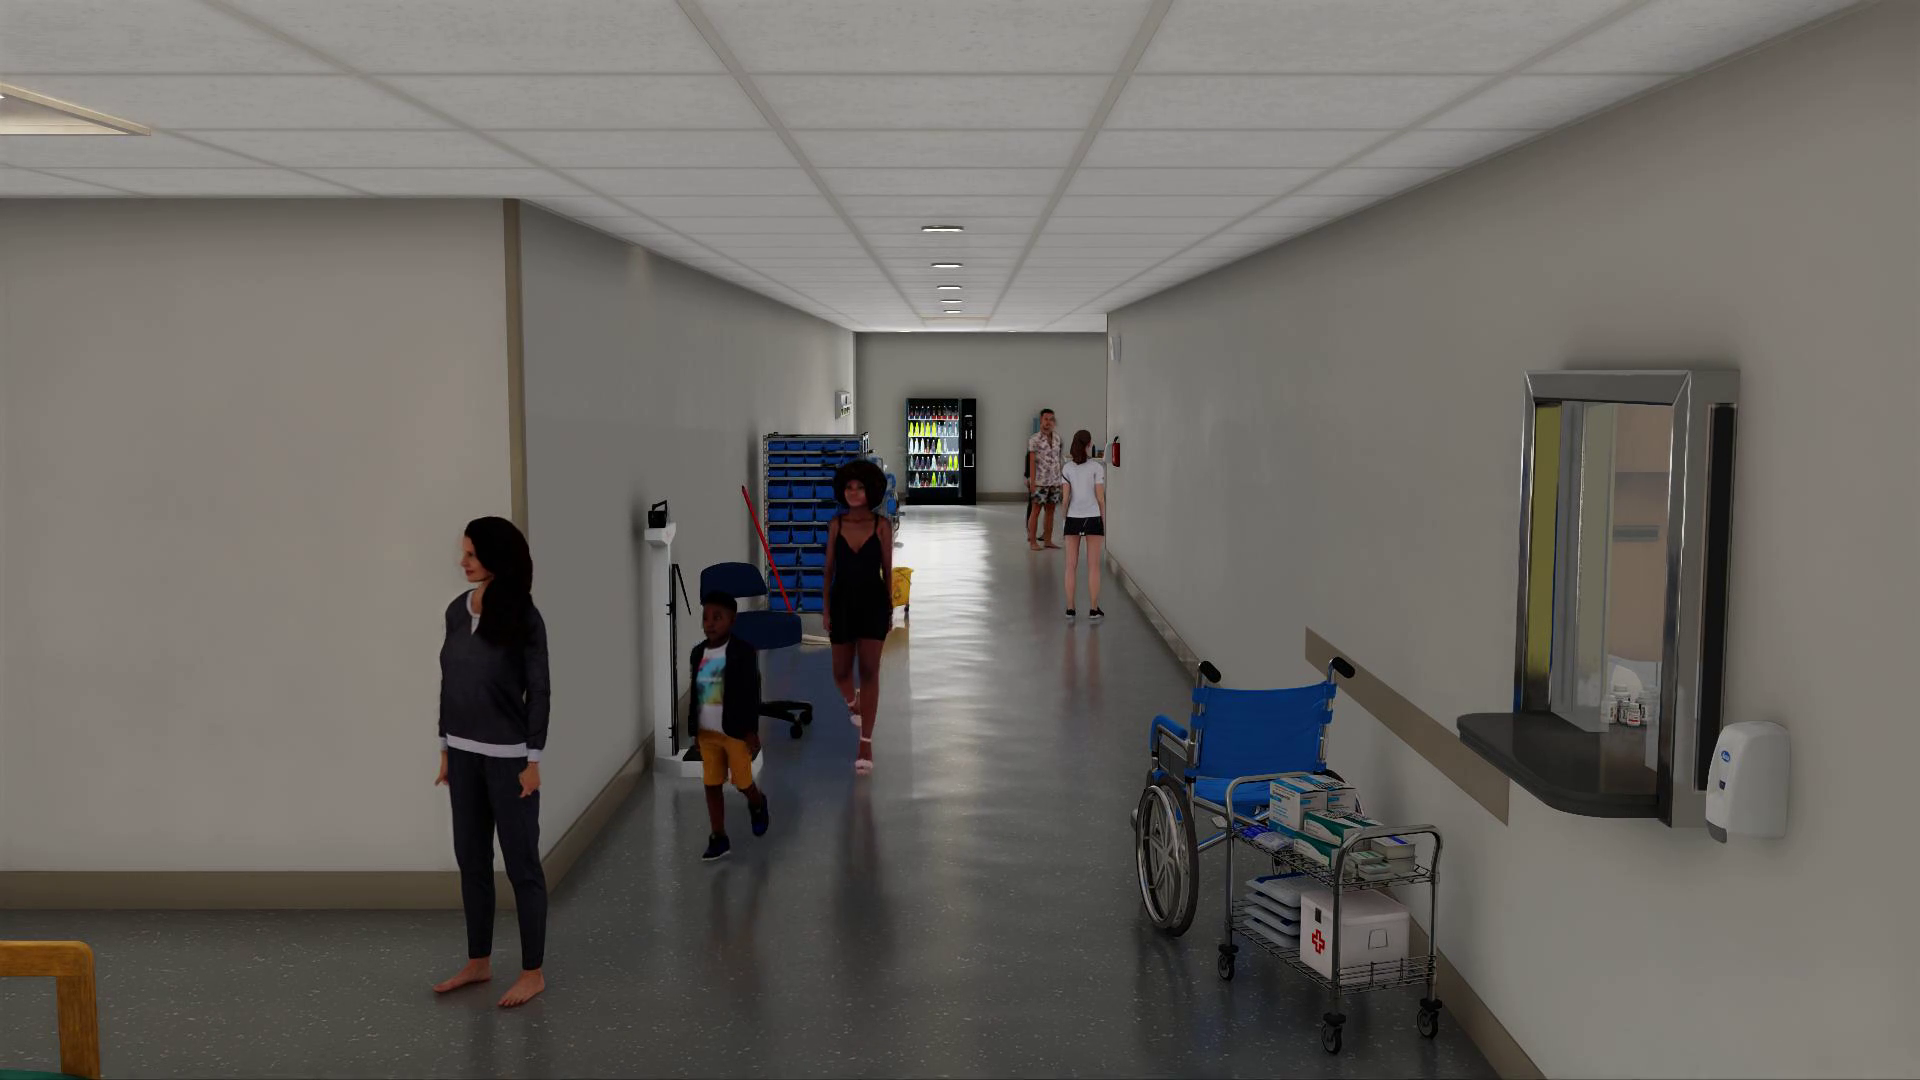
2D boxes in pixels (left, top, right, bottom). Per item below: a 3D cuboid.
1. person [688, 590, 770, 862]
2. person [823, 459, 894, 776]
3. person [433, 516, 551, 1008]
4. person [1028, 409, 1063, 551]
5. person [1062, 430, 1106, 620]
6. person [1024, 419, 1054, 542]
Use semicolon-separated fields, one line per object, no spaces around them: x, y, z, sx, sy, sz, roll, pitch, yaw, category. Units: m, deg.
-1.079;0.861;7.873;0.749;1.261;0.719;2;6;19;person
-0.575;0.431;9.603;0.962;1.769;0.659;0;6;3;person
-1.701;0.785;6.082;0.600;1.771;0.744;3;6;24;person
1.092;-0.793;21.549;0.709;1.815;0.809;-4;7;-35;person
1.141;-0.146;15.427;0.562;1.752;0.669;1;6;12;person
1.132;-0.807;22.331;0.588;1.685;0.767;3;6;24;person
